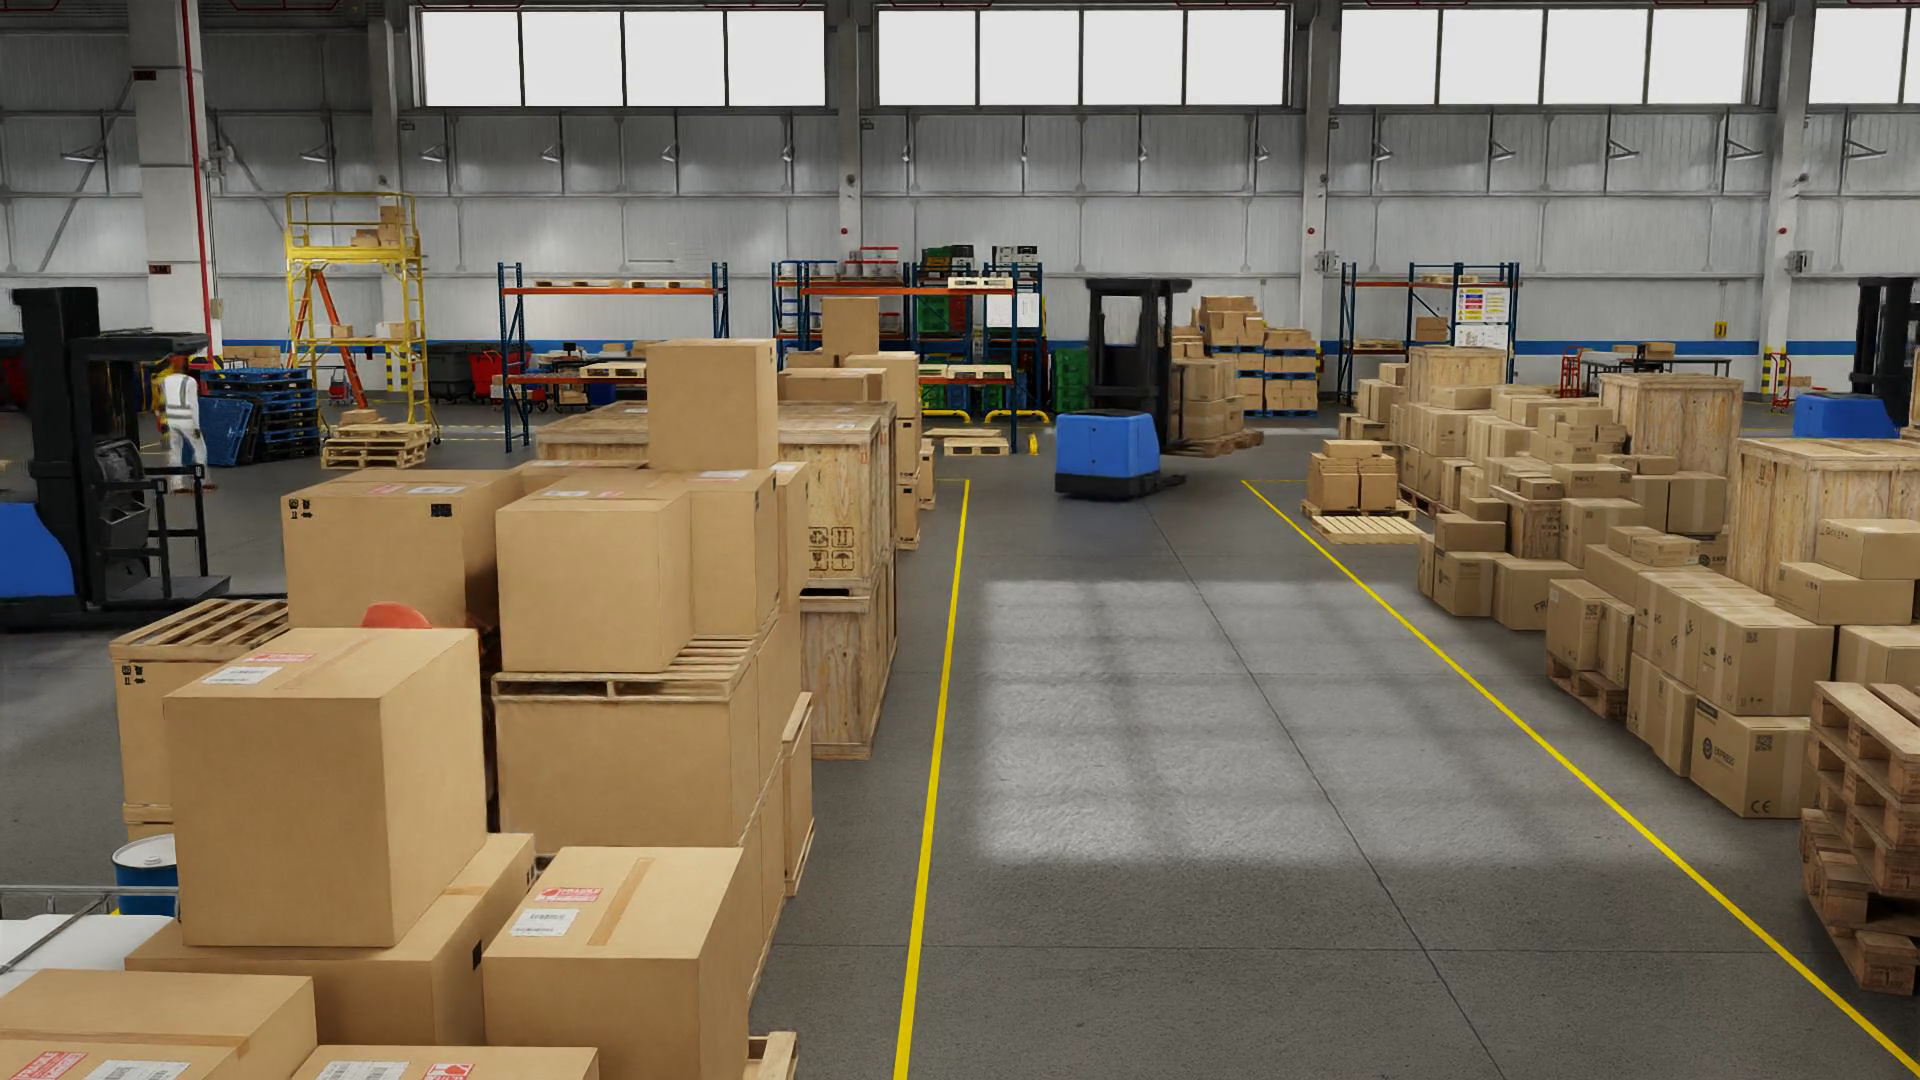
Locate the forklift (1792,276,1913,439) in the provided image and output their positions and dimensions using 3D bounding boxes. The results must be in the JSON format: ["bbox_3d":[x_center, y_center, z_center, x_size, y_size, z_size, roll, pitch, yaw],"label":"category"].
[{"bbox_3d":[13.316,-2.428,24.178,1.873,2.768,1.129,0,9,1],"label":"forklift"}]

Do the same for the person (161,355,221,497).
[{"bbox_3d":[-10.065,-1.515,21.752,0.613,1.856,0.803,3,10,19],"label":"person"}]

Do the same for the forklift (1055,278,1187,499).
[{"bbox_3d":[2.125,-2.041,21.864,1.129,2.768,1.873,6,11,30],"label":"forklift"}]

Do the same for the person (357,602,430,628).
[{"bbox_3d":[-1.762,1.145,5.654,0.630,1.918,0.565,1,10,7],"label":"person"}]

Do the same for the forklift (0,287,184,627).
[{"bbox_3d":[-7.451,-0.717,13.927,1.873,2.768,1.129,-1,10,-8],"label":"forklift"}]
